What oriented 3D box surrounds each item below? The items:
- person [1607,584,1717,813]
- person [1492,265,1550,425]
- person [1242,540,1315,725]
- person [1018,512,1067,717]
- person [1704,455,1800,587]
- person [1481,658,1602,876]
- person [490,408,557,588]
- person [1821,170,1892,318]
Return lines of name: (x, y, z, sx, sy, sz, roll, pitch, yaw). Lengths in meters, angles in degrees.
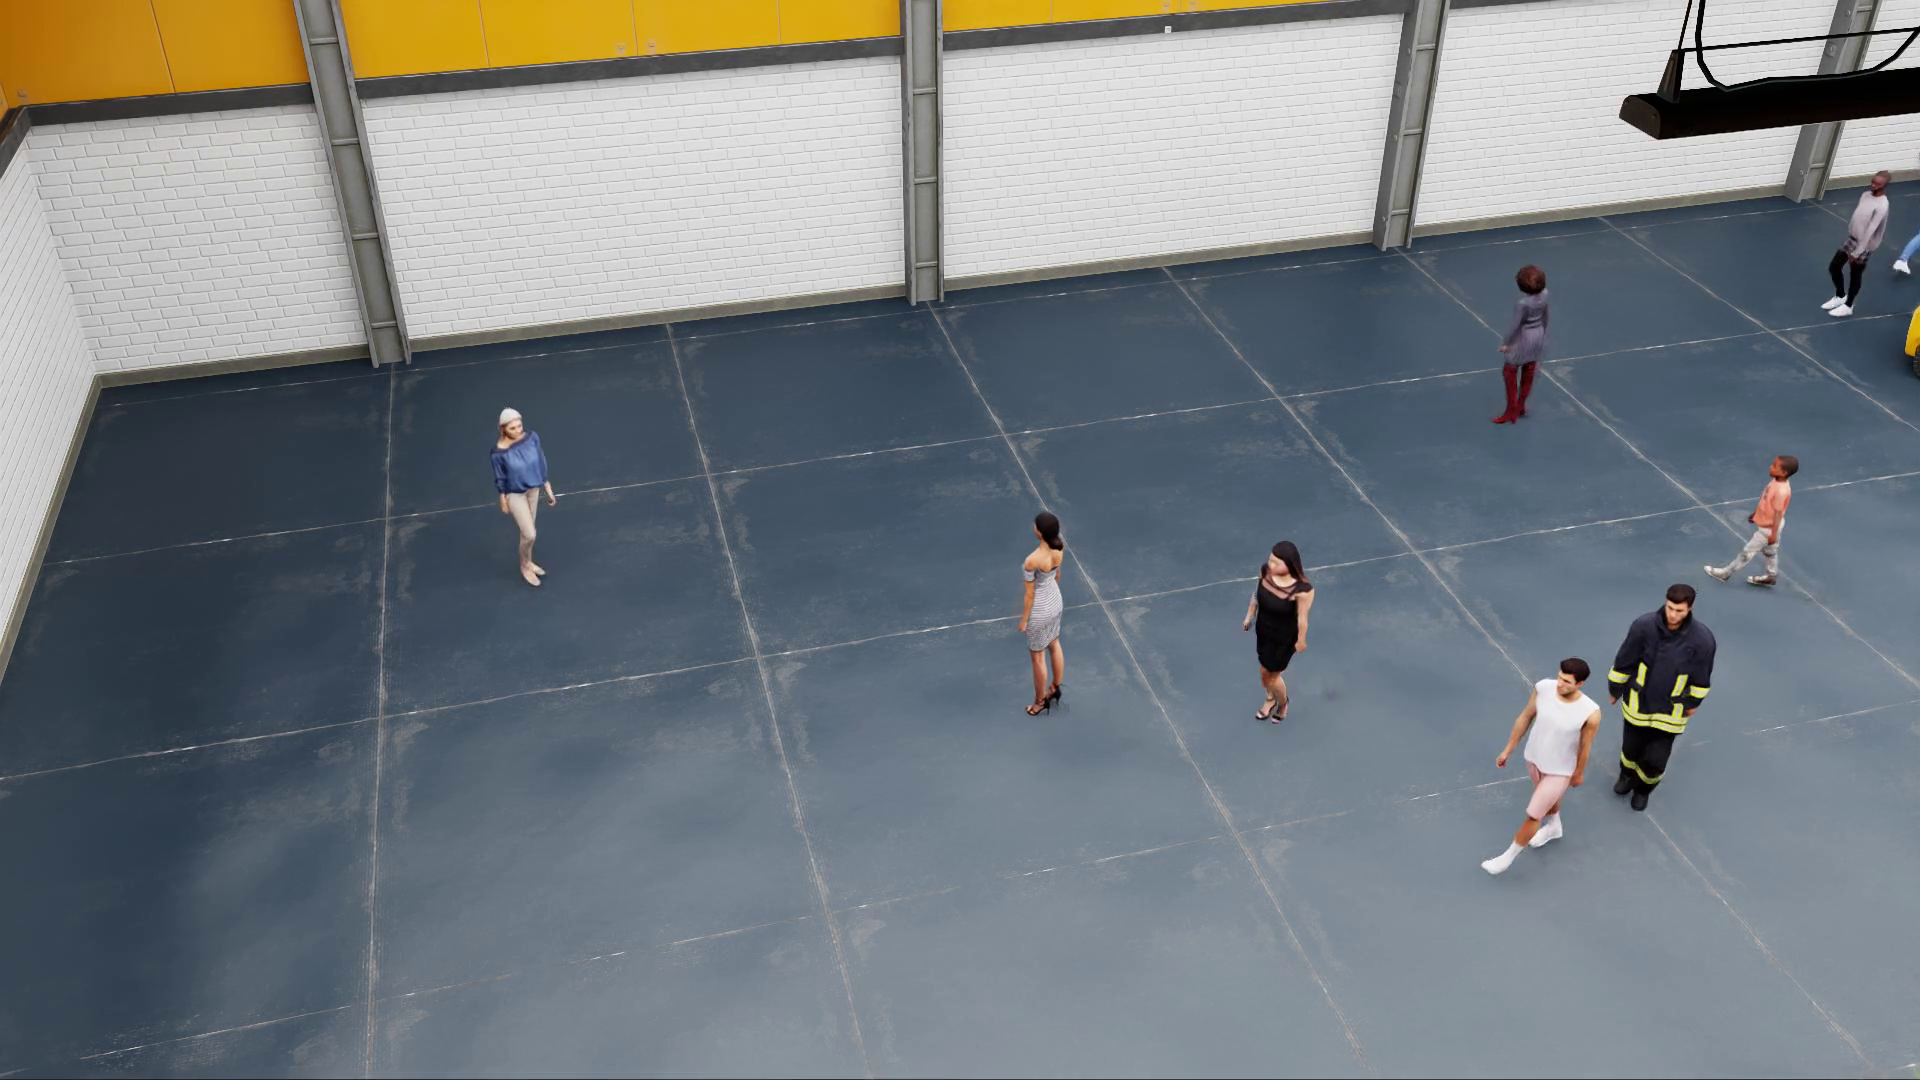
person: (5.022, 1.045, 11.914, 0.936, 1.911, 0.983, 20, 38, 27)
person: (5.707, -1.980, 16.658, 0.560, 1.697, 0.779, -4, 34, -6)
person: (2.467, 0.685, 12.641, 0.724, 1.706, 0.737, -19, 38, -26)
person: (0.648, 0.565, 12.716, 0.743, 1.822, 0.651, 25, 41, 32)
person: (7.004, -0.130, 14.246, 0.899, 1.287, 0.781, 11, 35, 16)
person: (4.108, 1.489, 11.406, 1.167, 1.734, 0.824, -18, 38, -25)
person: (-3.824, -0.420, 14.323, 0.825, 1.684, 0.759, 23, 40, 31)
person: (10.150, -3.285, 18.572, 0.649, 1.751, 0.651, -4, 34, -6)
